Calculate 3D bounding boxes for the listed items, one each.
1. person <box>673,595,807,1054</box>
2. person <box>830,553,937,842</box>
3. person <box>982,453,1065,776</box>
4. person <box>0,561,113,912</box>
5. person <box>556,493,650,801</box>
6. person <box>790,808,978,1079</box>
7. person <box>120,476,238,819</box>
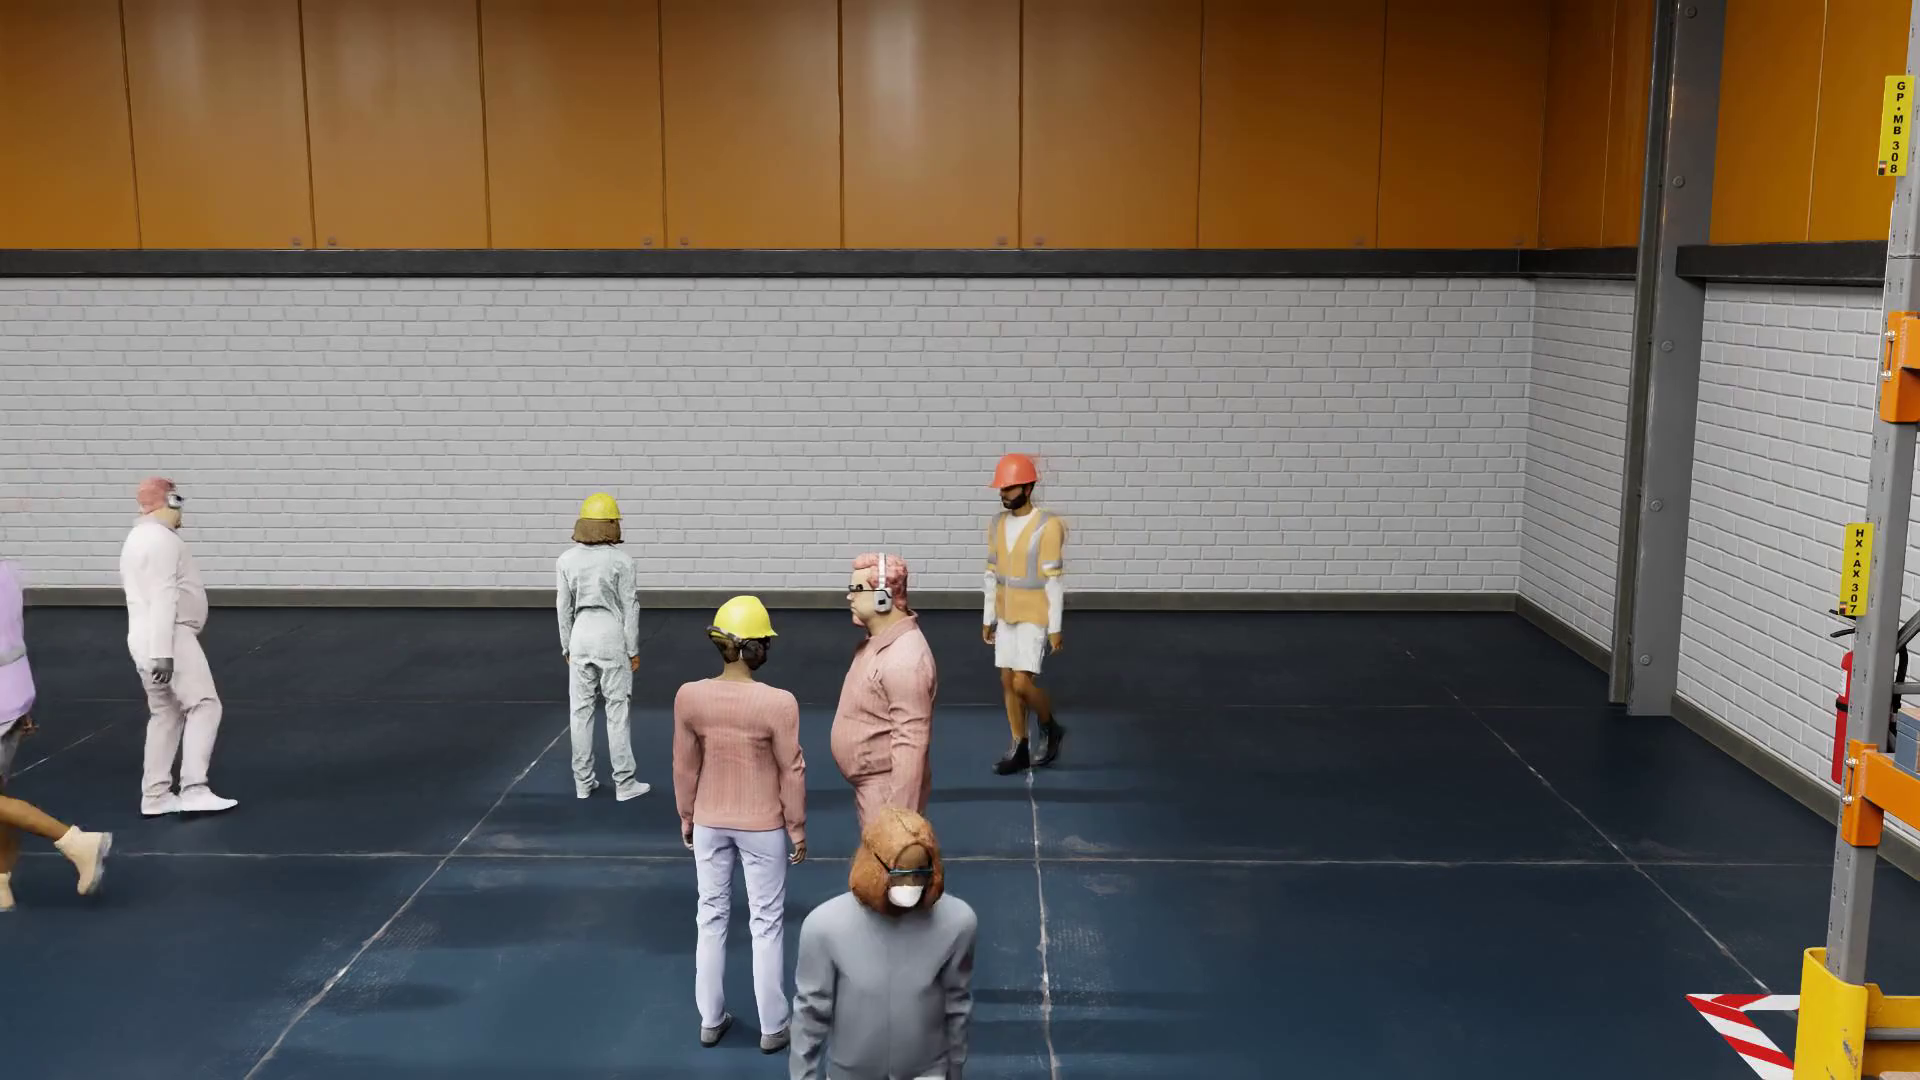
[{"bbox_3d":[-0.833,1.087,6.392,0.533,1.764,0.323,3,10,16],"label":"person"},{"bbox_3d":[-0.305,0.990,6.546,0.404,1.906,0.652,-2,10,-10],"label":"person"},{"bbox_3d":[0.354,0.443,9.775,0.427,1.918,0.562,-9,13,-43],"label":"person"},{"bbox_3d":[-4.363,0.761,7.643,0.765,2.008,0.628,-1,10,-5],"label":"person"},{"bbox_3d":[-2.020,0.601,9.381,0.487,1.737,0.320,3,10,15],"label":"person"},{"bbox_3d":[-0.223,1.461,4.677,0.522,1.601,0.733,-1,10,-9],"label":"person"},{"bbox_3d":[-4.318,0.586,9.105,0.523,1.859,0.728,-9,13,-42],"label":"person"}]
